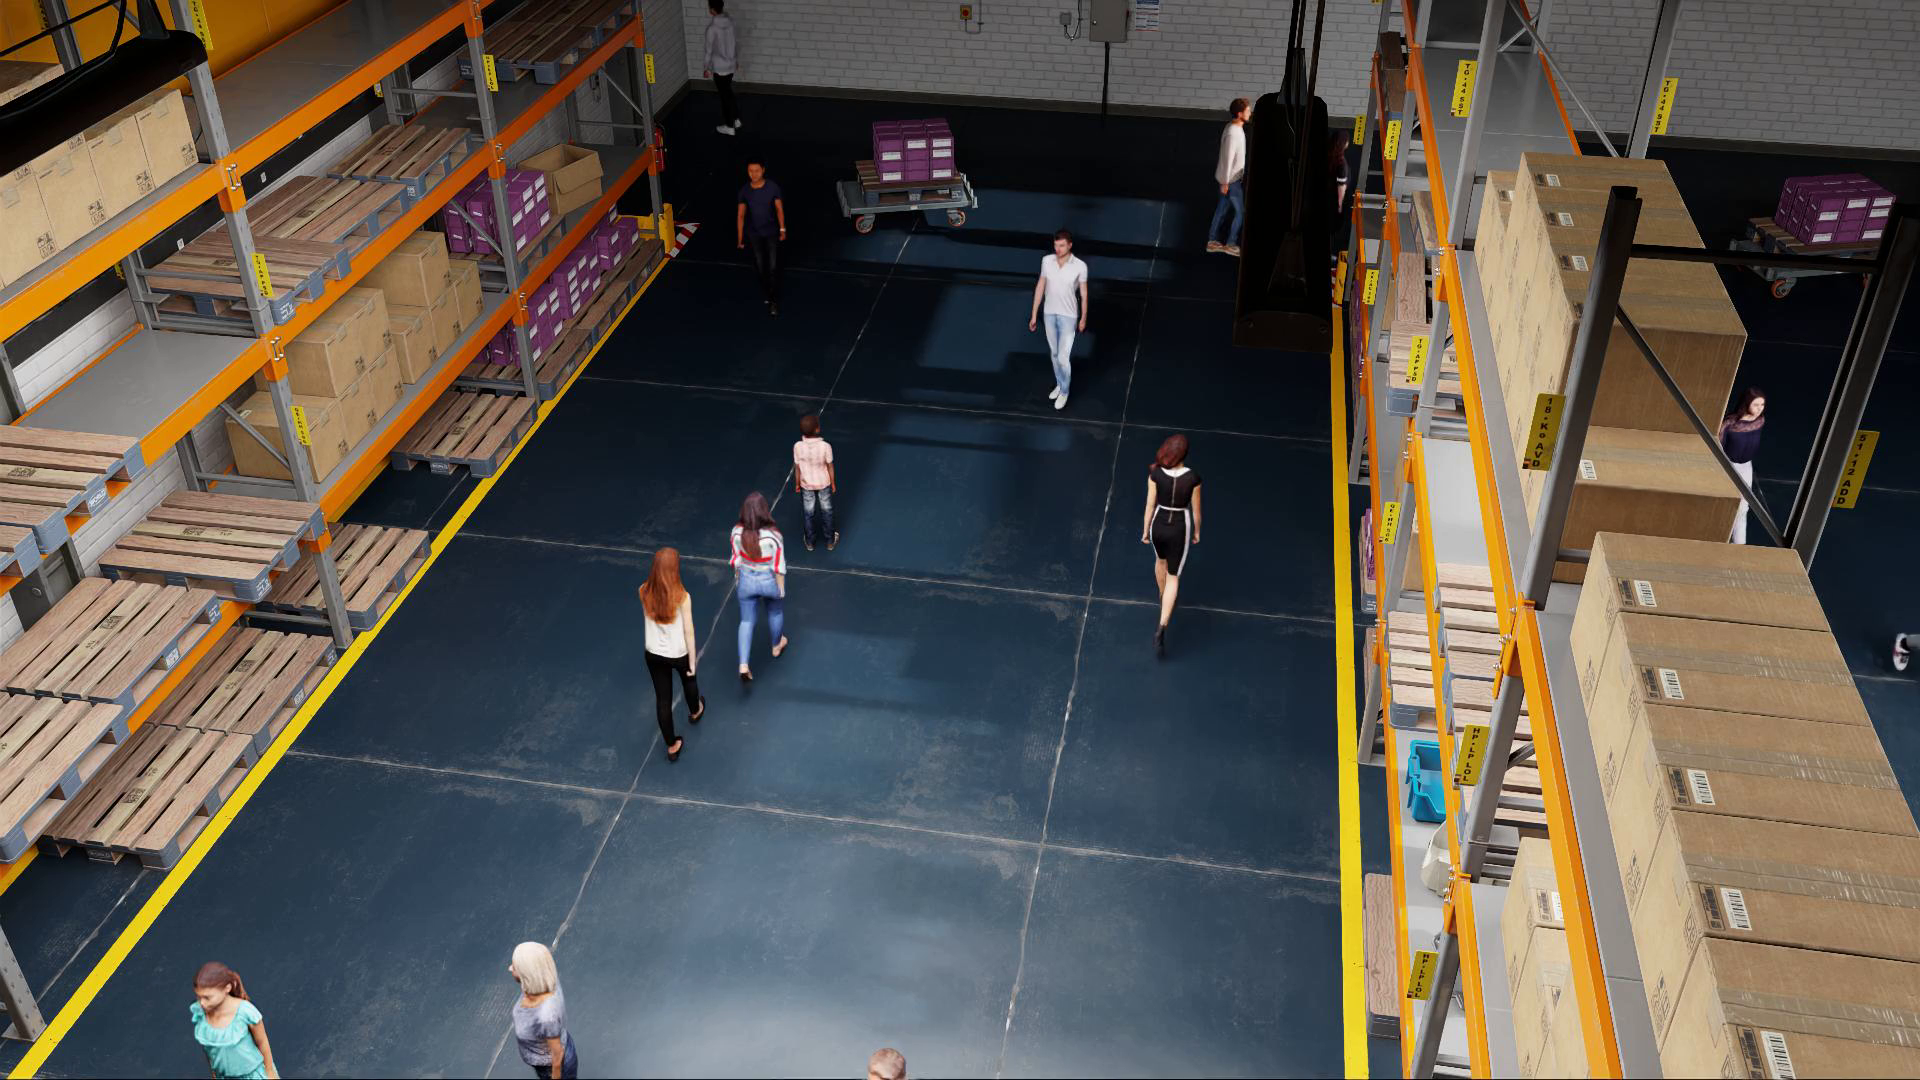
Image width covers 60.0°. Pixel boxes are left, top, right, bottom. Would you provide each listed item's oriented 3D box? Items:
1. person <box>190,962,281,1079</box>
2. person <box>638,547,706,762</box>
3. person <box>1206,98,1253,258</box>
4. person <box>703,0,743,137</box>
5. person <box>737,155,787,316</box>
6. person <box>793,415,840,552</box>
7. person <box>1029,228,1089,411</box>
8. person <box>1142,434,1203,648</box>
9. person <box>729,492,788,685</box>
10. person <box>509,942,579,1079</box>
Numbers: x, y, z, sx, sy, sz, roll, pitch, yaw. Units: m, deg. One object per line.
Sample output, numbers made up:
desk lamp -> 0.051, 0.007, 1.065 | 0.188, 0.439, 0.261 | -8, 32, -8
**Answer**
person -> -3.889, 2.859, 9.031 | 0.541, 1.558, 0.512 | 5, 34, 7
person -> -2.107, 0.867, 11.909 | 0.563, 1.690, 0.891 | 5, 34, 8
person -> 3.058, -4.216, 19.383 | 0.767, 1.882, 0.669 | 6, 34, 9
person -> -3.162, -6.474, 22.749 | 0.875, 1.917, 0.733 | 22, 39, 29
person -> -2.161, -3.419, 18.289 | 0.760, 1.765, 0.920 | -1, 34, -1
person -> -1.246, -0.491, 14.298 | 0.534, 1.308, 0.523 | 1, 34, 1
person -> 1.036, -2.243, 16.461 | 0.780, 1.831, 0.832 | 19, 38, 26
person -> 1.649, 0.031, 13.103 | 0.678, 1.761, 1.135 | 9, 35, 14
person -> -1.556, 0.377, 12.738 | 0.606, 1.589, 0.991 | 5, 34, 7
person -> -2.194, 2.791, 8.987 | 0.724, 1.721, 0.611 | -12, 35, -17
